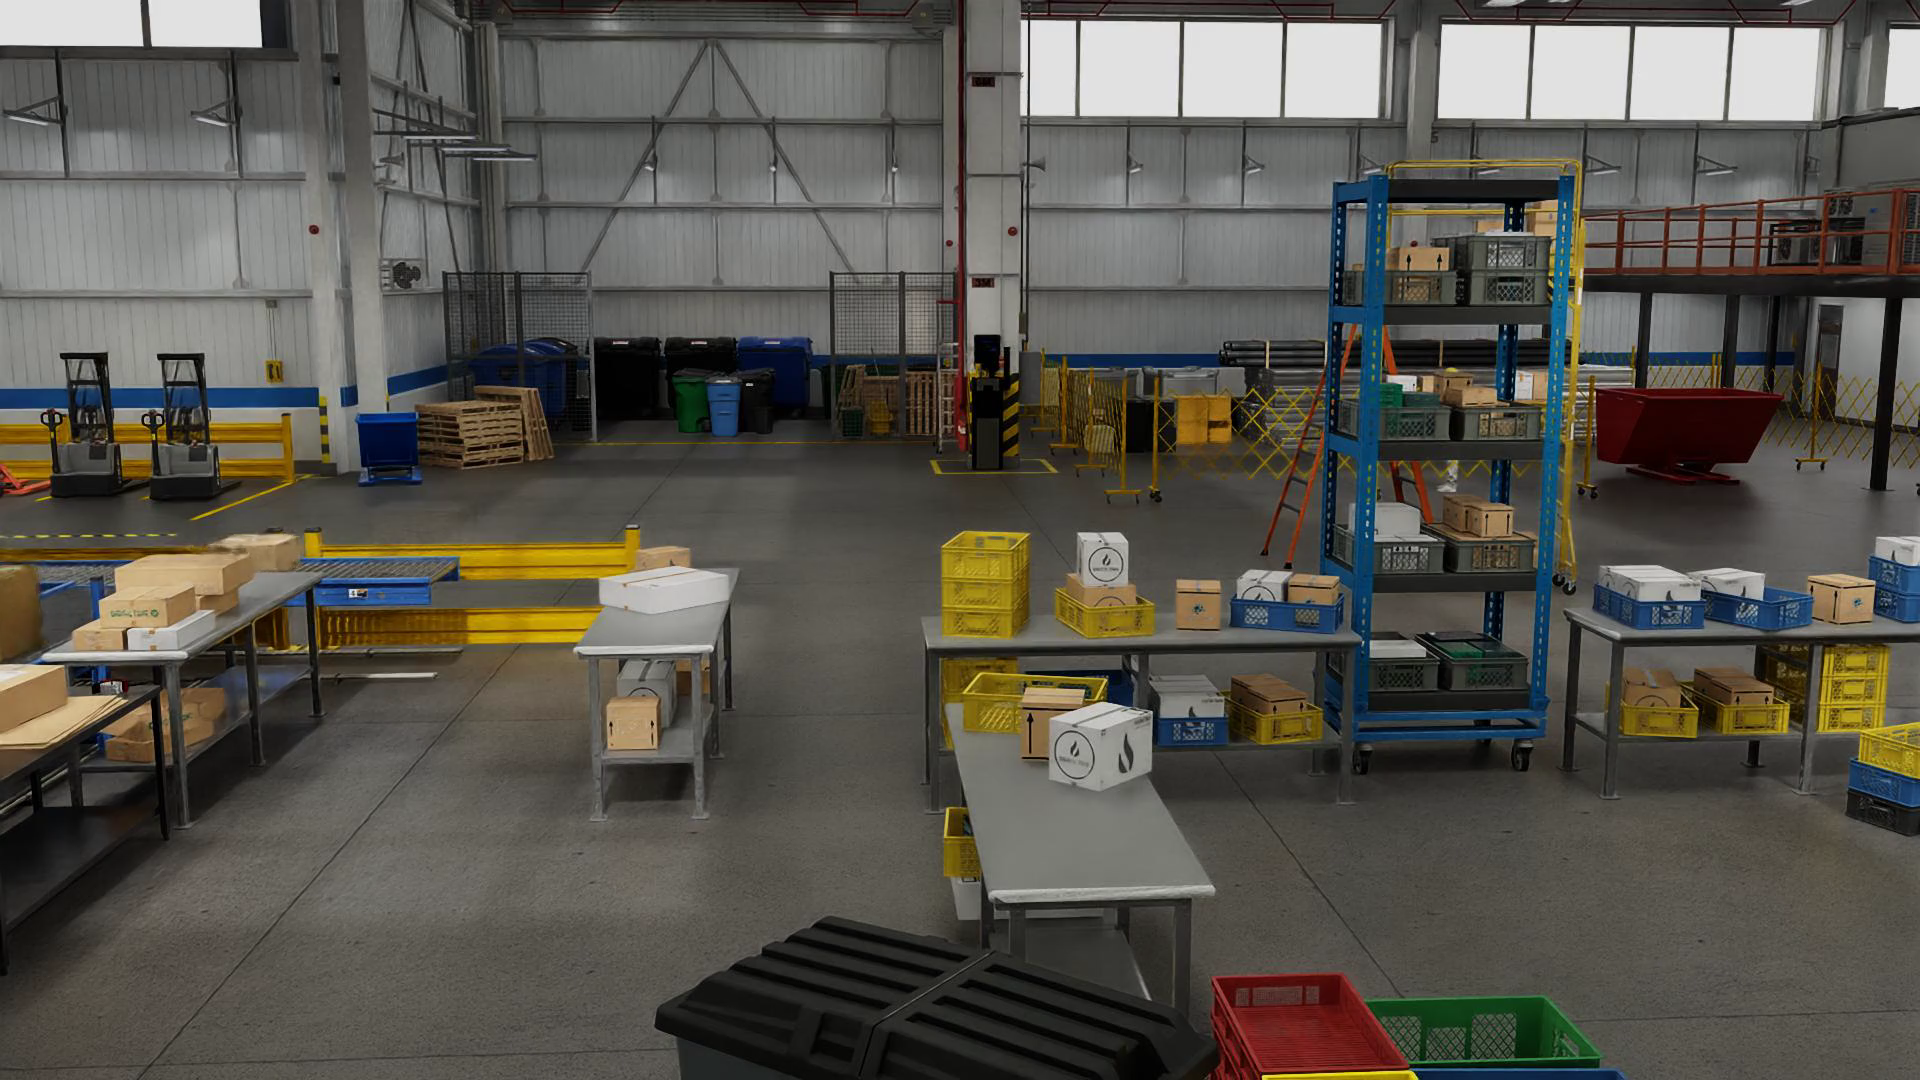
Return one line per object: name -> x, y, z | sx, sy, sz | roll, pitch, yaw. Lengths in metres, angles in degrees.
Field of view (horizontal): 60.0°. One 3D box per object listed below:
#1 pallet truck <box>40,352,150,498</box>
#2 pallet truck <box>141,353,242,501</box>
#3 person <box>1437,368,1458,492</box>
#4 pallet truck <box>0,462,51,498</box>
pallet truck -> -11.907, -1.642, 23.165 | 0.823, 1.965, 1.885 | 0, 9, 0
pallet truck -> -10.520, -1.604, 22.925 | 0.823, 1.965, 1.885 | -1, 9, -6
person -> 6.875, -1.549, 23.376 | 0.295, 1.743, 0.493 | 3, 10, 19
pallet truck -> -13.193, -1.293, 23.148 | 0.653, 1.274, 1.630 | -1, 9, -4
